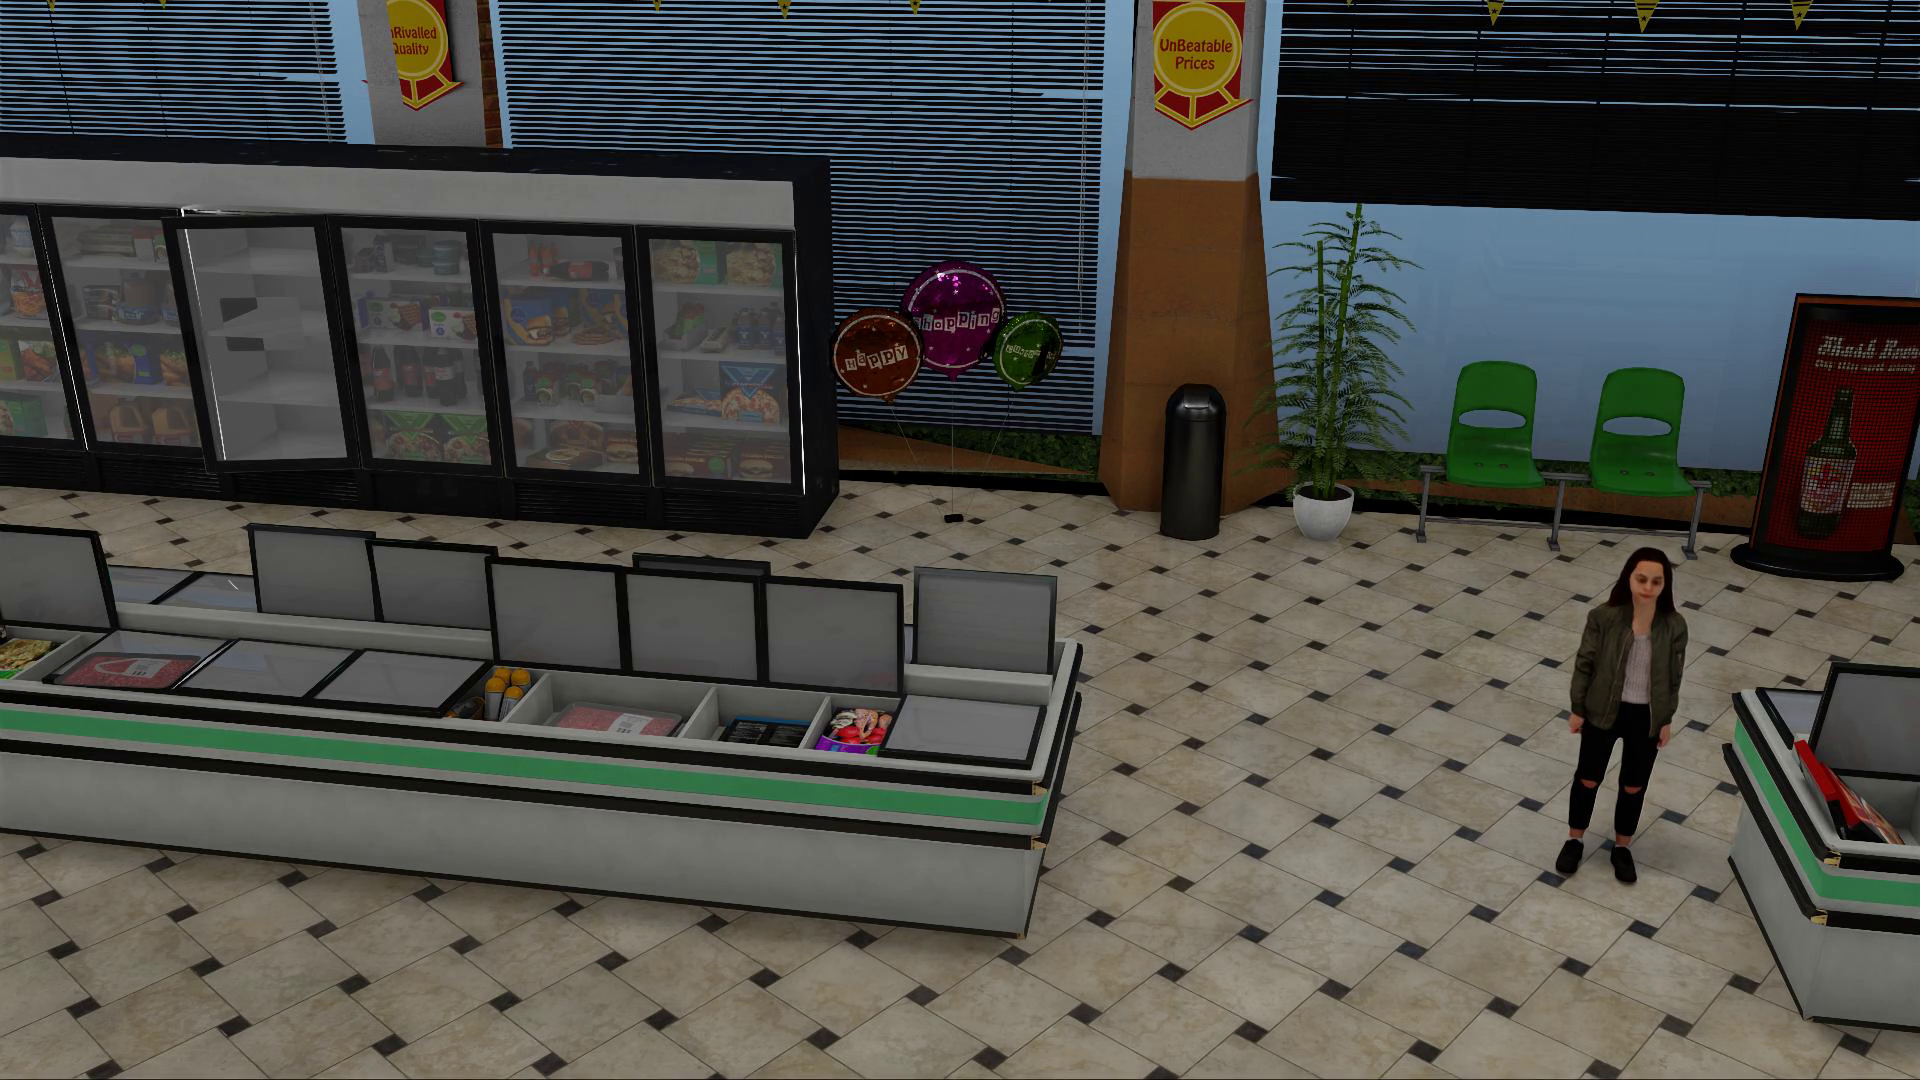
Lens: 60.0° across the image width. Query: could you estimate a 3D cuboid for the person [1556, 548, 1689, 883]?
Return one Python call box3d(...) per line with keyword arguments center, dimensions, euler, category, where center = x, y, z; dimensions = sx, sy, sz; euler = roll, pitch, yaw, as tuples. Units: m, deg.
box3d(center=(2.774, 0.726, 6.957), dimensions=(0.478, 1.476, 0.656), euler=(6, 23, 15), category="person")
